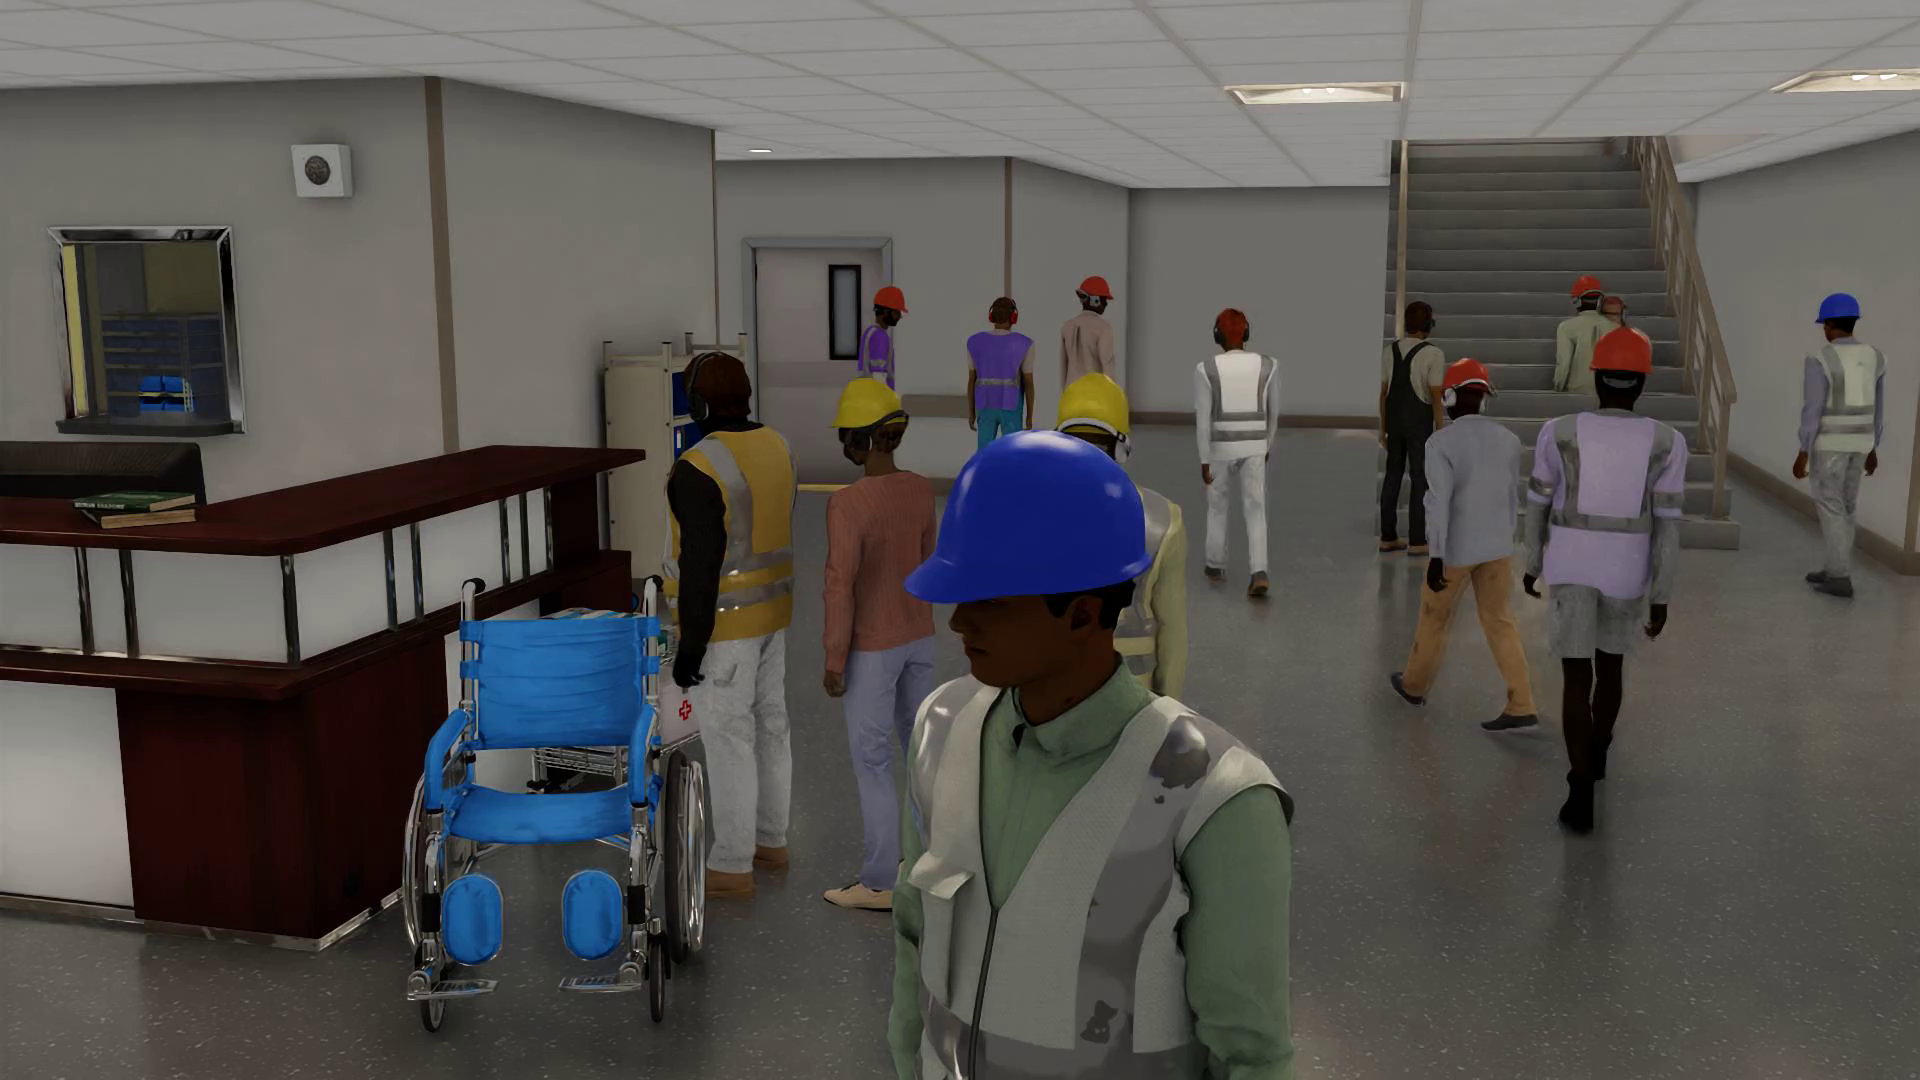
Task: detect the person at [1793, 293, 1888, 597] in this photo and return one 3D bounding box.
[{"bbox_3d":[5.640,-0.616,10.681,0.622,1.947,0.454,-4,10,-20],"label":"person"}]

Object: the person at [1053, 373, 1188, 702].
[{"bbox_3d":[0.365,0.426,4.864,0.594,1.820,0.404,1,10,6],"label":"person"}]

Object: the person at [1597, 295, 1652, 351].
[{"bbox_3d":[5.673,-1.205,14.428,0.651,1.850,0.932,6,11,32],"label":"person"}]

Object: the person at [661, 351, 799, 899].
[{"bbox_3d":[-0.784,0.289,5.612,0.430,1.841,0.624,4,10,23],"label":"person"}]

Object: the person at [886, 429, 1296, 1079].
[{"bbox_3d":[0.129,0.822,2.148,0.615,1.943,0.399,9,13,44],"label":"person"}]

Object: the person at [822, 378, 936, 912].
[{"bbox_3d":[-0.276,0.342,5.542,0.349,1.758,0.522,7,12,35],"label":"person"}]

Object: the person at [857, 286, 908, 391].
[{"bbox_3d":[-0.640,-1.123,13.696,0.446,1.908,0.560,-1,10,-9],"label":"person"}]

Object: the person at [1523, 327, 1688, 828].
[{"bbox_3d":[2.493,0.121,6.478,0.552,1.882,1.016,2,10,13],"label":"person"}]

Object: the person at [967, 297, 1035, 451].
[{"bbox_3d":[0.328,-1.030,13.395,0.560,1.837,0.392,2,10,13],"label":"person"}]

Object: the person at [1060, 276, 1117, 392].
[{"bbox_3d":[1.112,-1.237,14.145,0.392,1.988,0.609,-8,12,-38],"label":"person"}]

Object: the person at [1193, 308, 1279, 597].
[{"bbox_3d":[1.786,-0.568,10.703,0.576,1.837,1.025,0,10,1],"label":"person"}]

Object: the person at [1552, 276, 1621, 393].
[{"bbox_3d":[5.332,-1.254,14.237,0.623,1.989,0.400,-2,10,-14],"label":"person"}]

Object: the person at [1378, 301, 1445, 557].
[{"bbox_3d":[3.256,-0.800,12.013,0.338,1.838,0.514,-8,13,-40],"label":"person"}]

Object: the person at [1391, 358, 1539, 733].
[{"bbox_3d":[2.342,0.017,7.652,0.614,1.685,0.915,-5,11,-25],"label":"person"}]
